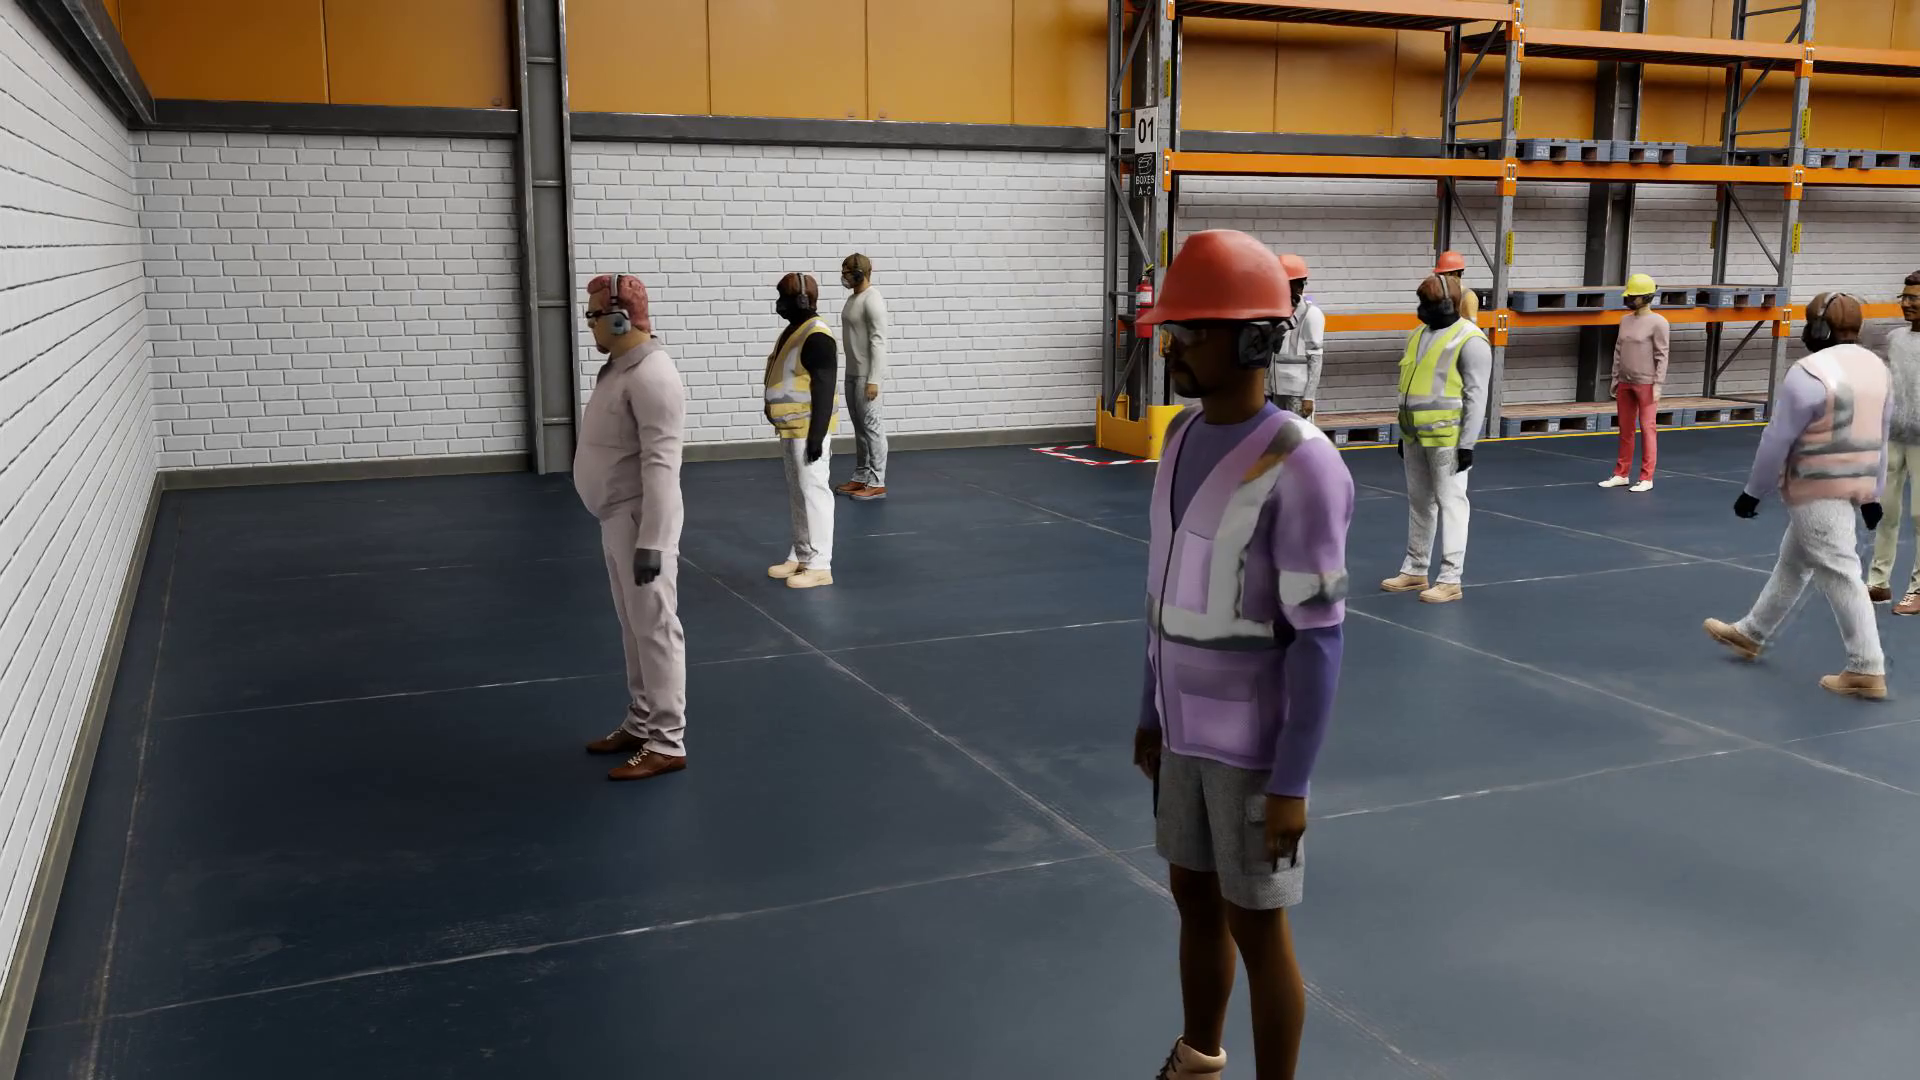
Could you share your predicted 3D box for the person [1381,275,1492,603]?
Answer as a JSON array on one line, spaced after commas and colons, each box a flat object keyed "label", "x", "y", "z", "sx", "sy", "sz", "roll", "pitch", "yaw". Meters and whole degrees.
[{"label": "person", "x": 2.687, "y": -0.571, "z": 9.411, "sx": 0.430, "sy": 1.840, "sz": 0.619, "roll": -4, "pitch": 11, "yaw": -22}]

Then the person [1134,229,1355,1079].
[{"label": "person", "x": 0.537, "y": 0.390, "z": 3.475, "sx": 0.386, "sy": 2.045, "sz": 0.605, "roll": -4, "pitch": 11, "yaw": -22}]

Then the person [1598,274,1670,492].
[{"label": "person", "x": 5.494, "y": -1.270, "z": 13.514, "sx": 0.329, "sy": 1.763, "sz": 0.523, "roll": -4, "pitch": 11, "yaw": -22}]

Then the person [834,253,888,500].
[{"label": "person", "x": -0.765, "y": -1.285, "z": 13.113, "sx": 0.374, "sy": 1.936, "sz": 0.627, "roll": -4, "pitch": 11, "yaw": -22}]

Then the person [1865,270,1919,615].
[{"label": "person", "x": 5.175, "y": -0.526, "z": 9.063, "sx": 0.331, "sy": 1.874, "sz": 0.519, "roll": -4, "pitch": 11, "yaw": -22}]

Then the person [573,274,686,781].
[{"label": "person", "x": -1.254, "y": -0.048, "z": 6.317, "sx": 0.403, "sy": 1.904, "sz": 0.637, "roll": -4, "pitch": 11, "yaw": -22}]

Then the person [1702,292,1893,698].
[{"label": "person", "x": 3.899, "y": -0.227, "z": 7.619, "sx": 0.626, "sy": 1.788, "sz": 0.995, "roll": -7, "pitch": 12, "yaw": -34}]

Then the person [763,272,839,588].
[{"label": "person", "x": -0.937, "y": -0.645, "z": 9.808, "sx": 0.430, "sy": 1.845, "sz": 0.619, "roll": -4, "pitch": 11, "yaw": -22}]

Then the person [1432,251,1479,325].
[{"label": "person", "x": 4.601, "y": -1.740, "z": 15.660, "sx": 0.376, "sy": 1.931, "sz": 0.542, "roll": -4, "pitch": 11, "yaw": -22}]

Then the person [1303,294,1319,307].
[{"label": "person", "x": 2.934, "y": -1.503, "z": 14.598, "sx": 0.392, "sy": 1.839, "sz": 0.563, "roll": -4, "pitch": 11, "yaw": -22}]

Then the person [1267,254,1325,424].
[{"label": "person", "x": 2.383, "y": -1.090, "z": 12.038, "sx": 0.376, "sy": 1.931, "sz": 0.542, "roll": -4, "pitch": 11, "yaw": -22}]
